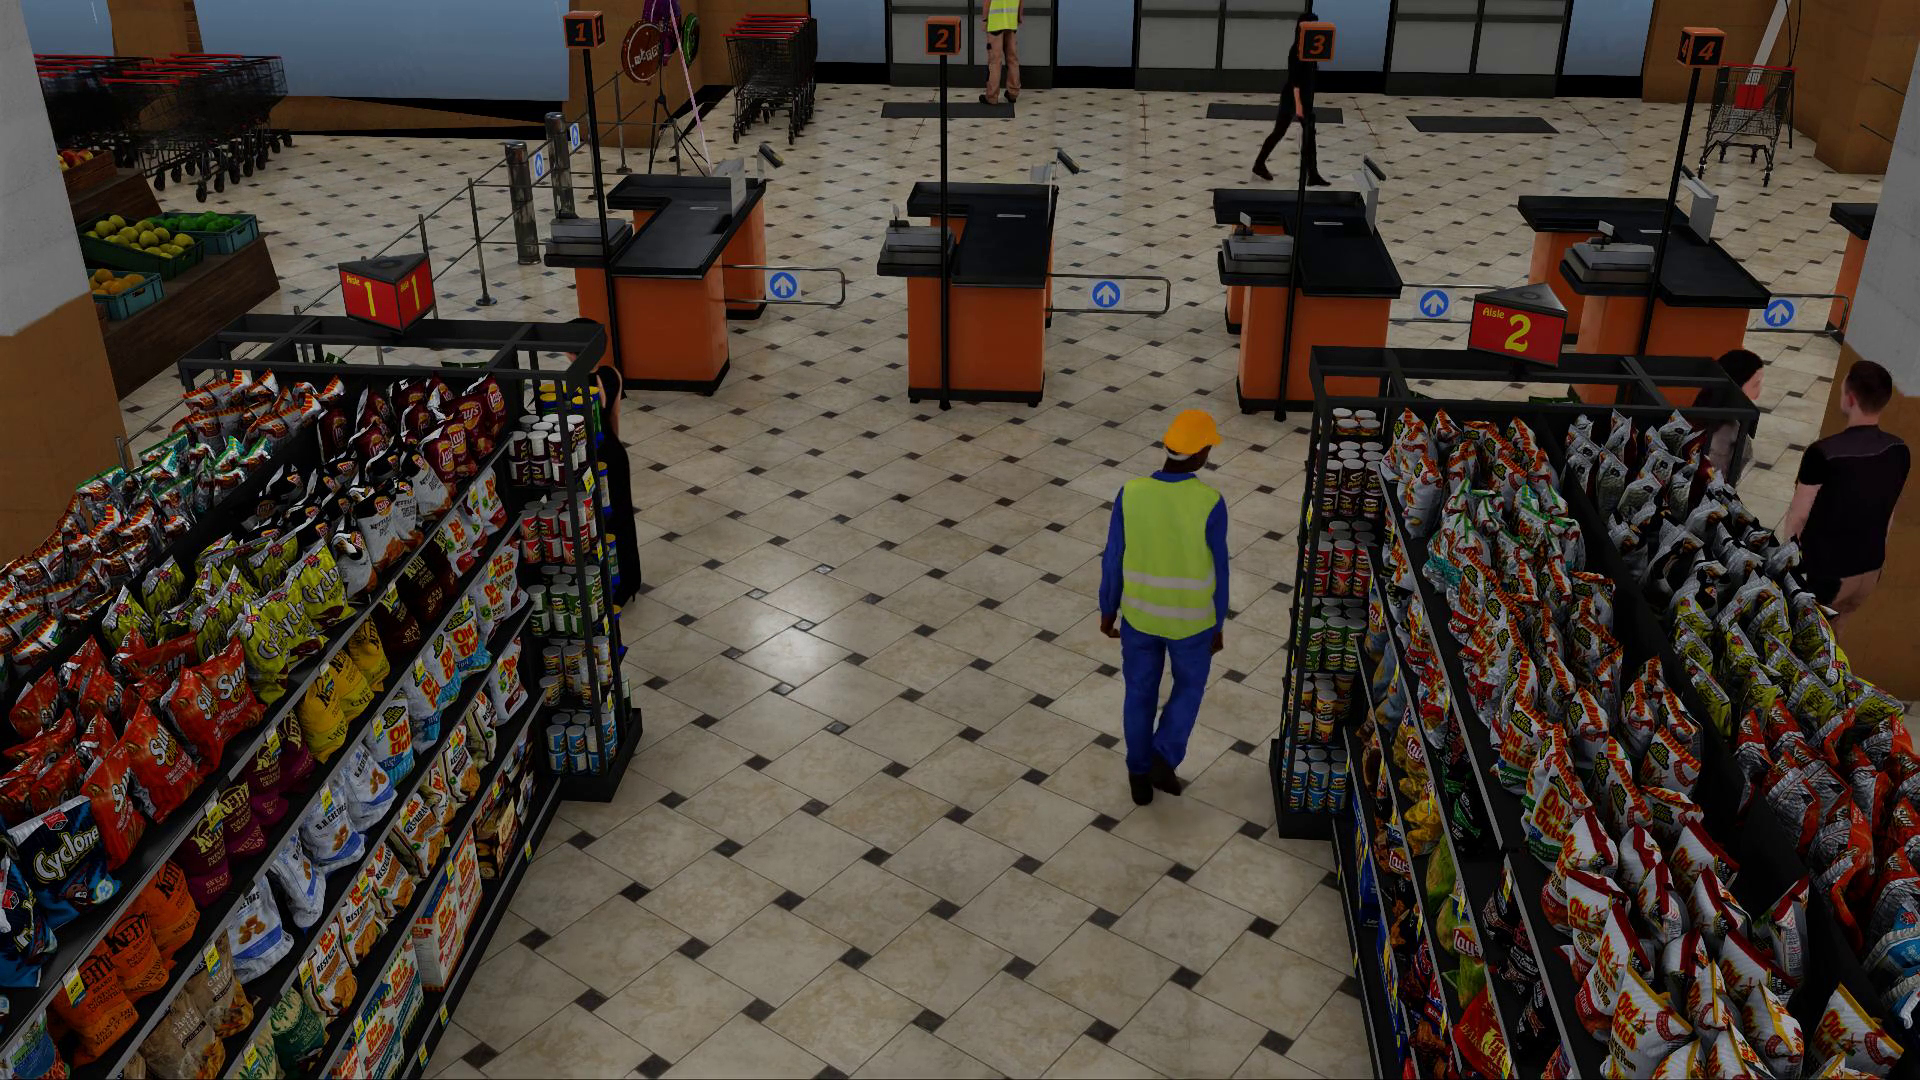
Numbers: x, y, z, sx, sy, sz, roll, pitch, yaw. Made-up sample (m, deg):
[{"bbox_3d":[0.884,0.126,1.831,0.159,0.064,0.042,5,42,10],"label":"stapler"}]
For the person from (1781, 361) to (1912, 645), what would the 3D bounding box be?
[{"bbox_3d":[3.799,0.152,7.163,0.857,1.820,0.979,-5,27,-9],"label":"person"}]

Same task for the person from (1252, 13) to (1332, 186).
[{"bbox_3d":[3.154,-4.218,16.016,1.033,1.606,1.060,21,33,35],"label":"person"}]

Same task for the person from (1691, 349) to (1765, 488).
[{"bbox_3d":[3.398,-0.089,7.758,0.721,1.712,0.723,0,27,-1],"label":"person"}]

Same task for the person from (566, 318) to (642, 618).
[{"bbox_3d":[-1.818,-0.355,8.402,0.691,1.604,0.541,10,29,20],"label":"person"}]

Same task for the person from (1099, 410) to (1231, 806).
[{"bbox_3d":[0.839,0.346,6.808,0.754,1.795,0.768,7,28,13],"label":"person"}]

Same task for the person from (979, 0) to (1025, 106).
[{"bbox_3d":[0.473,-5.988,19.242,0.848,1.845,0.888,-14,30,-25],"label":"person"}]
